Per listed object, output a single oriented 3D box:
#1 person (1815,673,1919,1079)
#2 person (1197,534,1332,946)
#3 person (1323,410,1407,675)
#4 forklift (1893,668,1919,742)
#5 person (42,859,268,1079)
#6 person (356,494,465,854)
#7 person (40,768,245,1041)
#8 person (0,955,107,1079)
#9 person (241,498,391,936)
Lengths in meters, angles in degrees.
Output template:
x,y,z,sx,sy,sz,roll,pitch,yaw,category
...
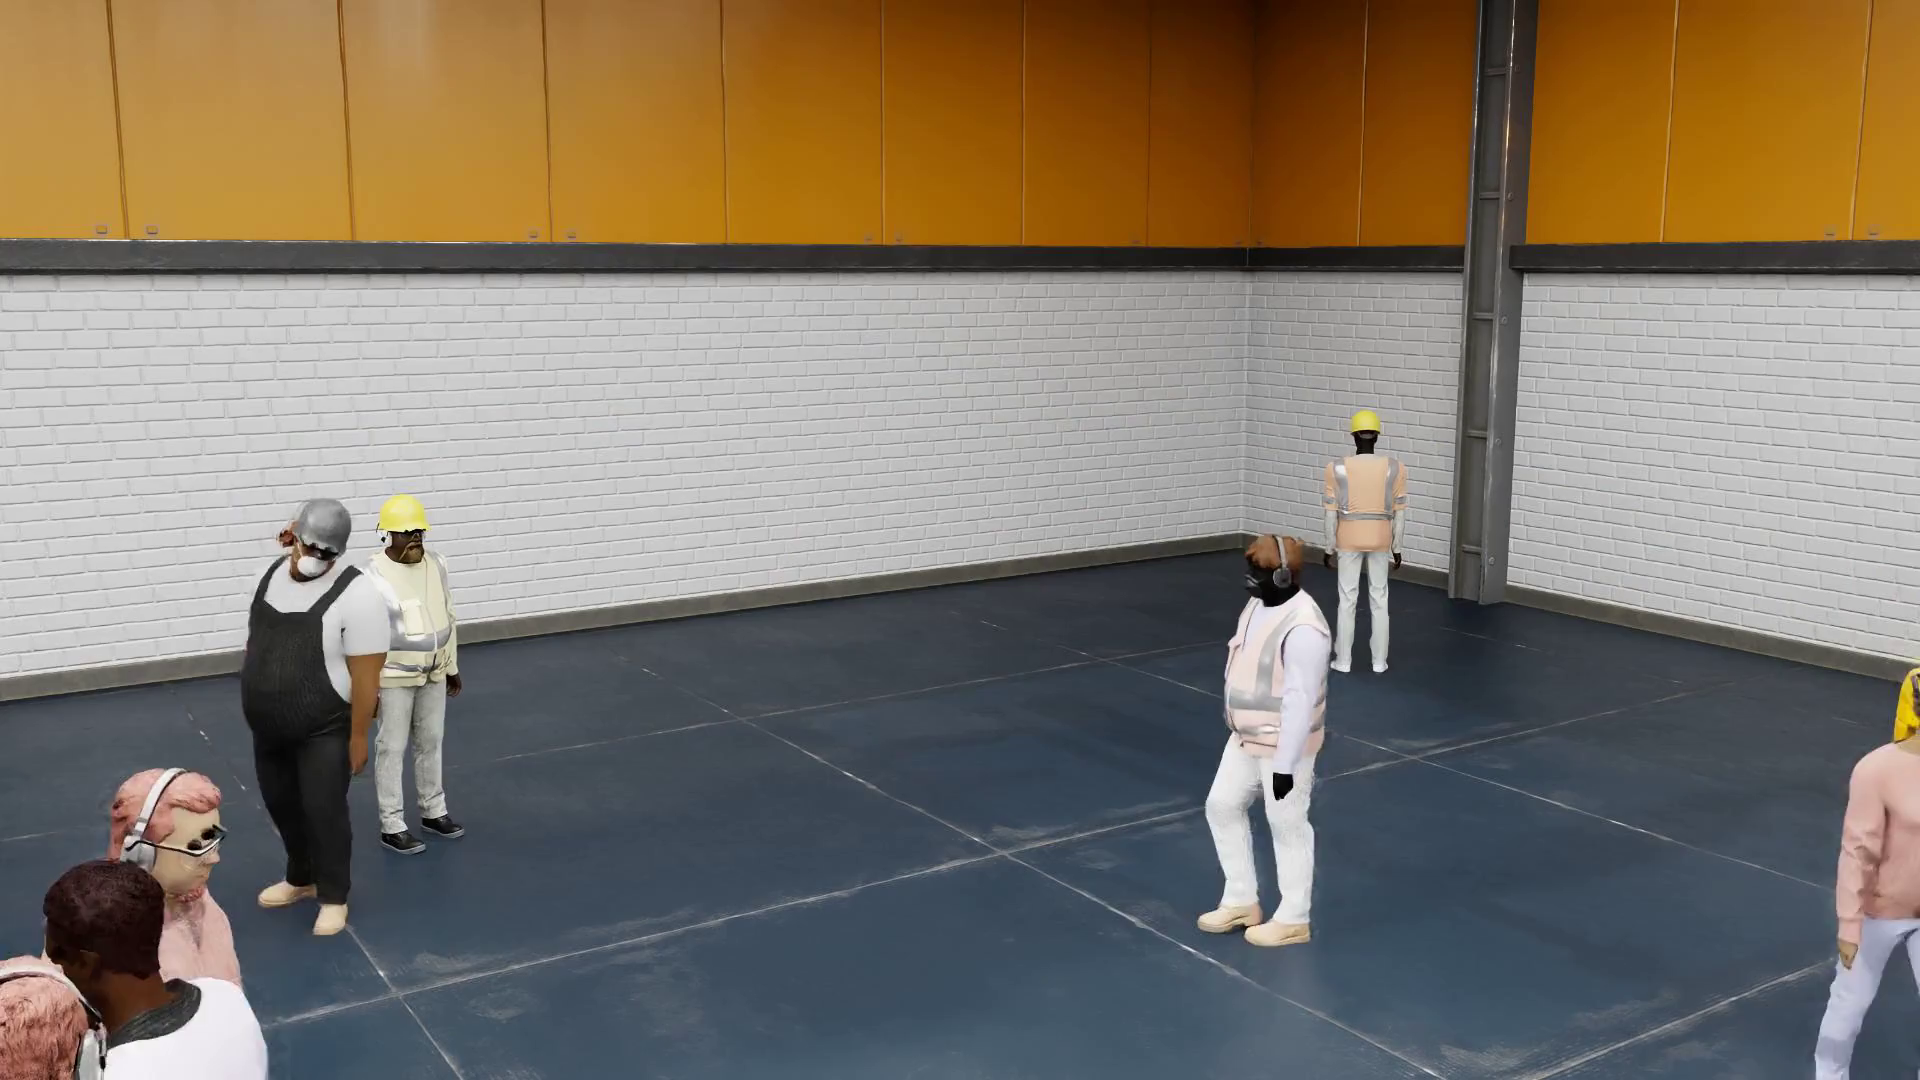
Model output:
x,y,z,sx,sy,sz,roll,pitch,yaw,category
3.092,1.230,5.336,0.577,1.718,0.798,-1,9,-5,person
1.276,0.877,7.161,0.604,1.823,0.662,-2,10,-12,person
2.911,0.023,12.027,0.585,1.922,0.372,1,9,5,person
5.511,0.571,7.906,2.313,2.155,1.214,-6,11,-33,forklift
-1.470,1.519,3.226,0.936,1.868,0.587,1,9,4,person
-2.788,0.669,8.435,0.403,1.826,0.590,6,11,32,person
-1.874,1.420,3.749,0.632,1.877,0.660,0,9,0,person
-1.421,1.597,2.631,0.667,1.886,0.548,-5,11,-28,person
-2.898,0.739,7.356,0.799,2.000,0.576,4,10,24,person
